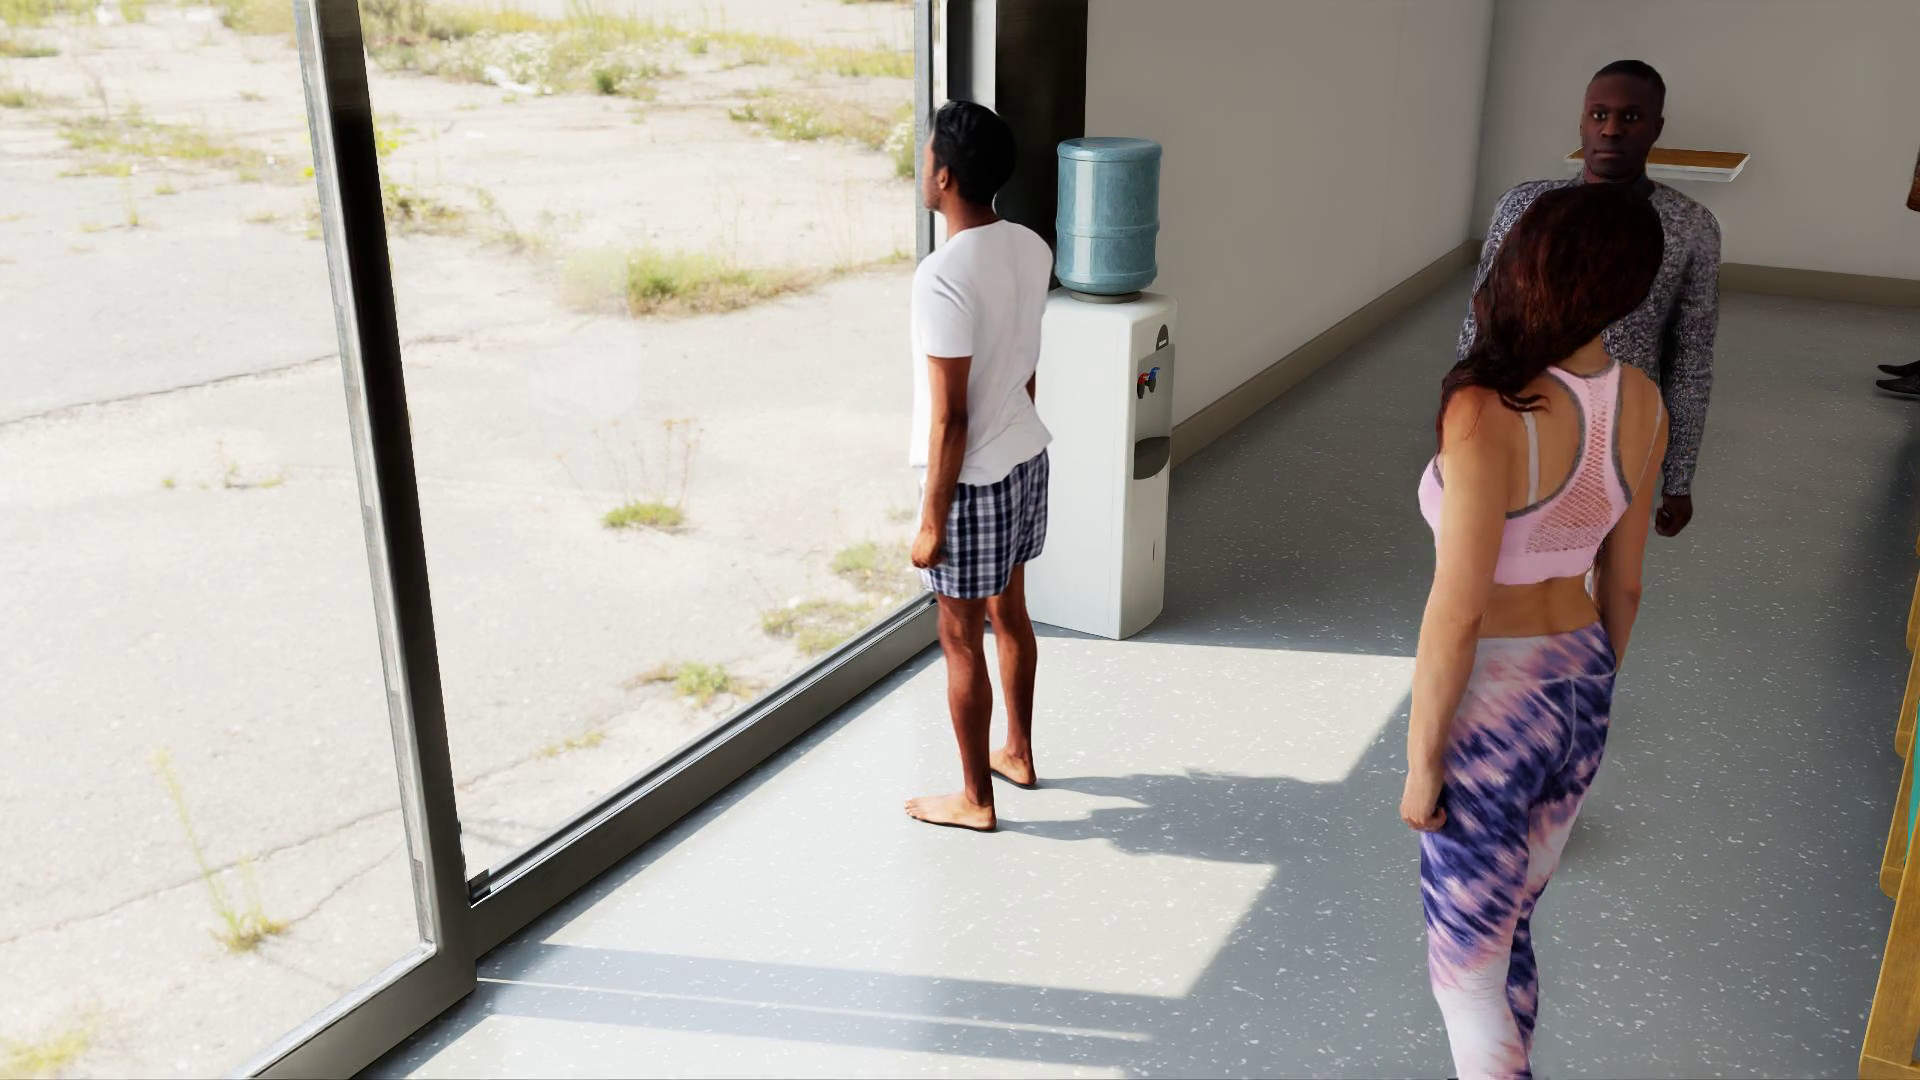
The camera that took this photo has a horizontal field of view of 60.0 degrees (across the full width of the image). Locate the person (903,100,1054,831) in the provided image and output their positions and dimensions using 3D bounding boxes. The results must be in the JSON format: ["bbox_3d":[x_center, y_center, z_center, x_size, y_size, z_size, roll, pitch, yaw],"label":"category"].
[{"bbox_3d":[0.047,-0.149,3.938,0.519,1.733,0.618,12,24,30],"label":"person"}]

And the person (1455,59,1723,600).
[{"bbox_3d":[1.460,-0.193,3.935,0.897,1.817,0.836,7,22,18],"label":"person"}]

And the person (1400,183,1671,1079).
[{"bbox_3d":[0.880,0.337,2.636,0.823,1.747,0.859,-18,27,-40],"label":"person"}]
